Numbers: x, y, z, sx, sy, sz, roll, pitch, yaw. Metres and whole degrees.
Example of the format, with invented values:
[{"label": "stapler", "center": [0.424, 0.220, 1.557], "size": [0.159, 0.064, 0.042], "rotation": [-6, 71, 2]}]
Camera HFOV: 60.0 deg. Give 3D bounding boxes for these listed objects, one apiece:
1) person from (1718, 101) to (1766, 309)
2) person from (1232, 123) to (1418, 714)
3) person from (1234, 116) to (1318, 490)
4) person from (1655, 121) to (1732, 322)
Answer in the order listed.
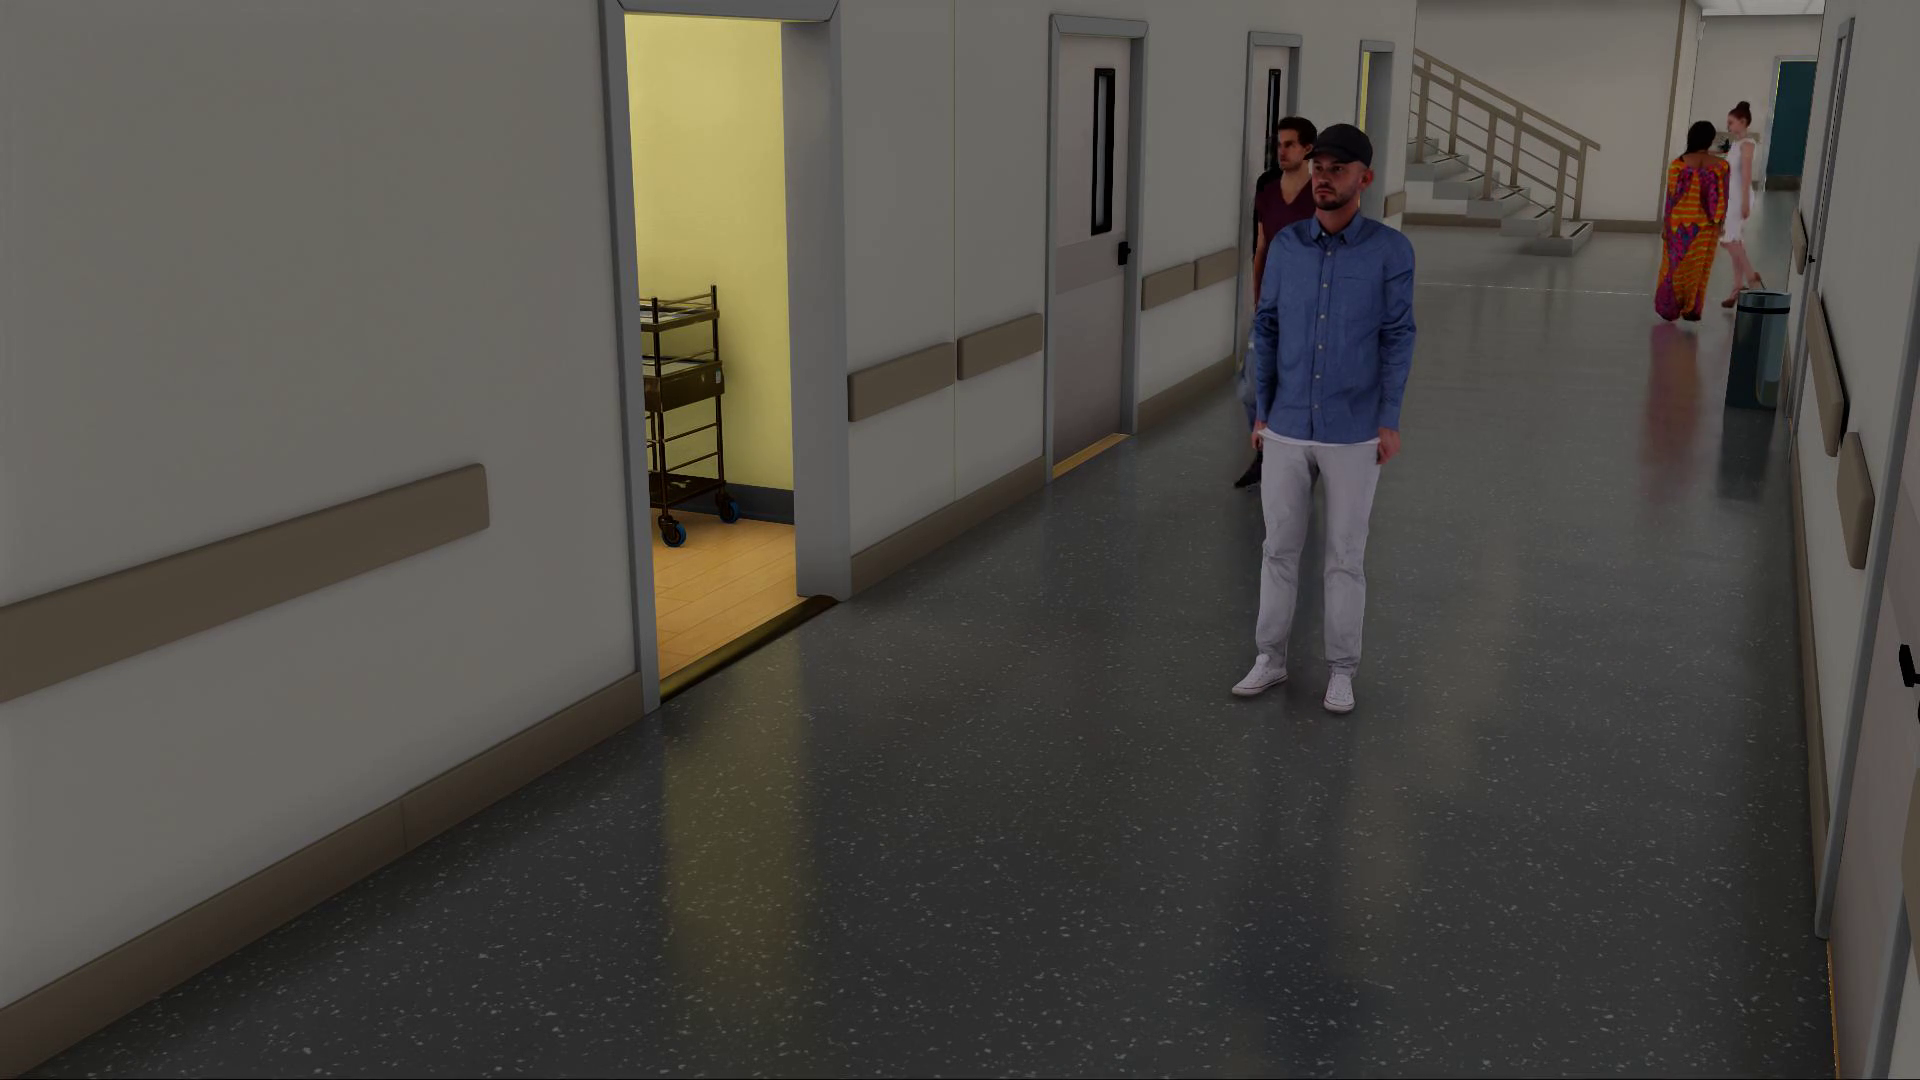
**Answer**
[{"label": "person", "center": [6.939, -2.918, 14.600], "size": [0.766, 1.778, 0.709], "rotation": [2, 16, 6]}, {"label": "person", "center": [1.187, -0.386, 5.415], "size": [0.488, 1.888, 0.715], "rotation": [8, 18, 26]}, {"label": "person", "center": [1.696, -1.141, 8.195], "size": [0.659, 1.833, 0.798], "rotation": [11, 19, 35]}, {"label": "person", "center": [6.040, -2.599, 13.692], "size": [1.092, 1.655, 0.806], "rotation": [4, 16, 15]}]
